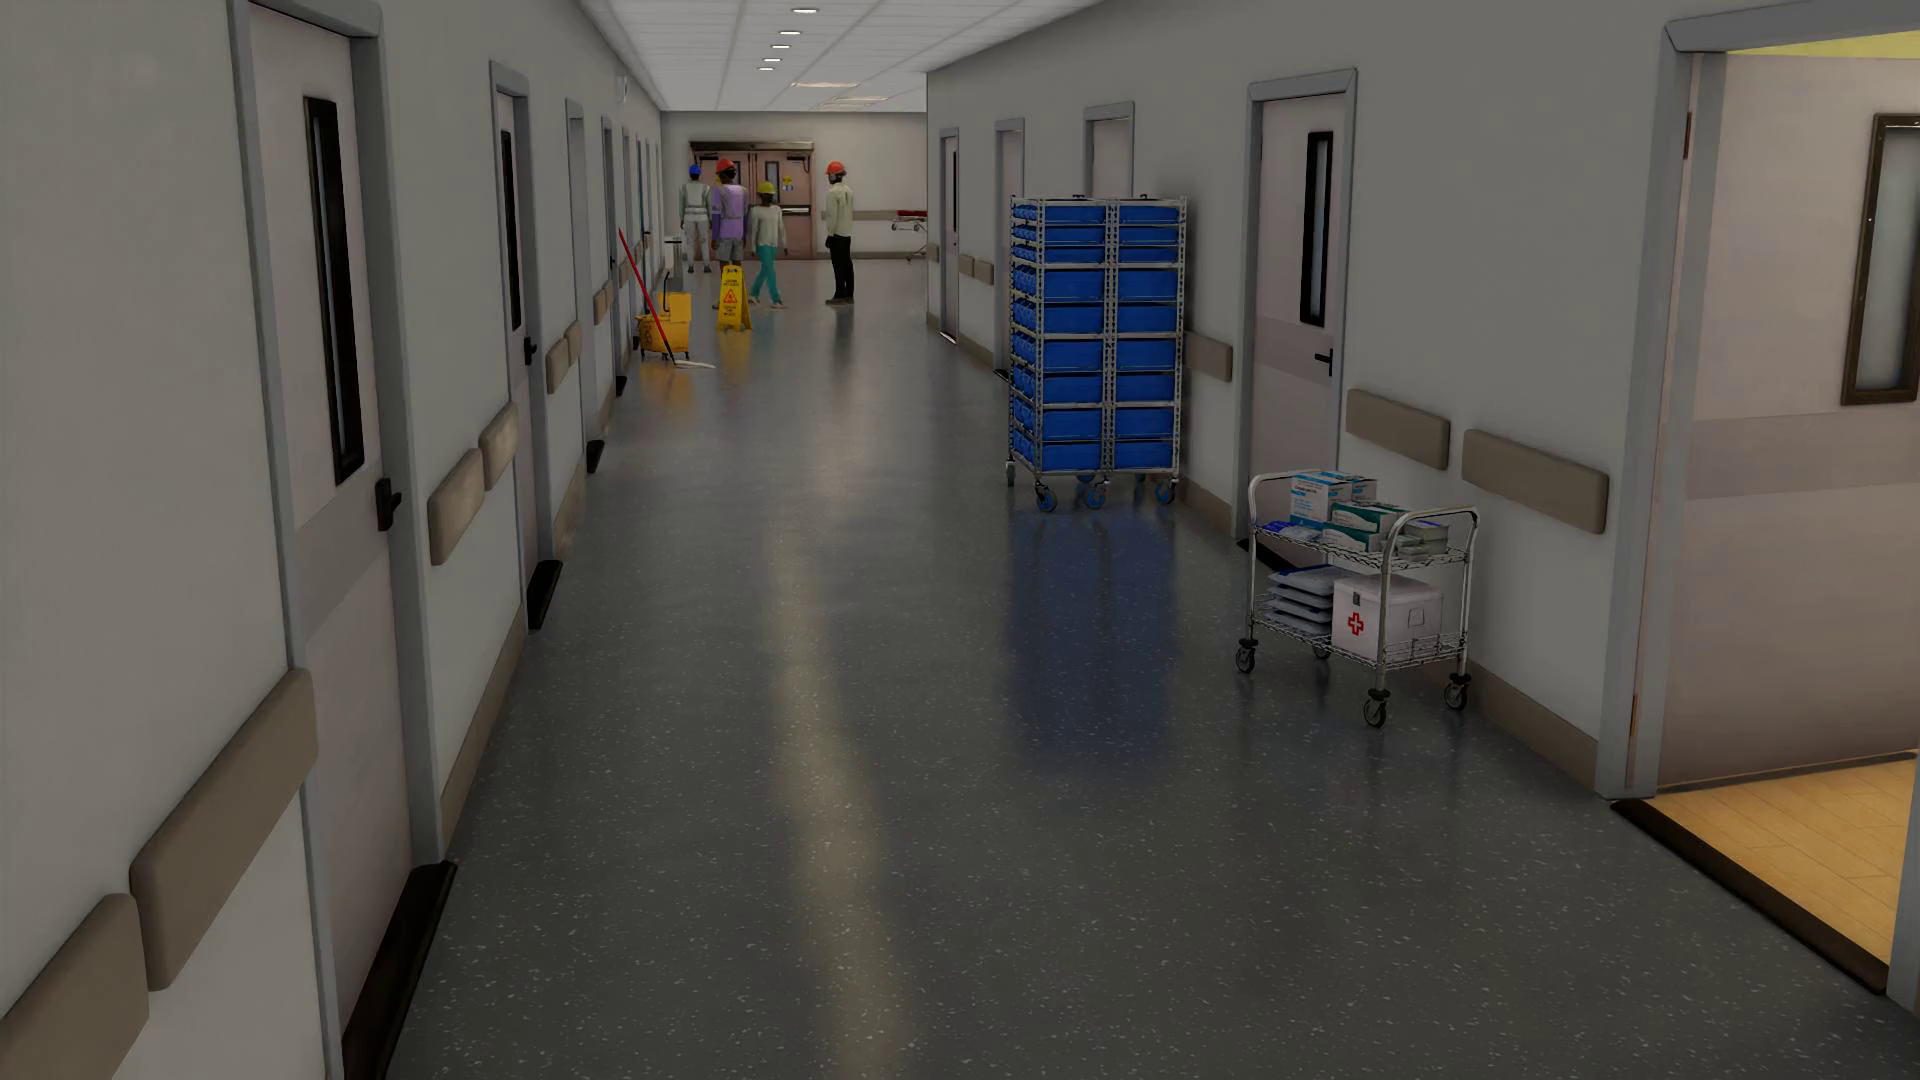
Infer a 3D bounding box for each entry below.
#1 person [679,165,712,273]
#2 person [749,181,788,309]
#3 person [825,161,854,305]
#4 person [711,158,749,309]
[{"bbox_3d":[-4.819,-5.861,30.385,0.615,1.945,0.404,-2,13,-7],"label":"person"},{"bbox_3d":[-2.676,-4.063,22.914,0.890,1.726,0.528,10,16,38],"label":"person"},{"bbox_3d":[-1.715,-4.302,23.357,0.397,1.992,0.623,6,14,25],"label":"person"},{"bbox_3d":[-3.152,-4.150,22.615,0.410,2.032,0.609,11,17,40],"label":"person"}]
